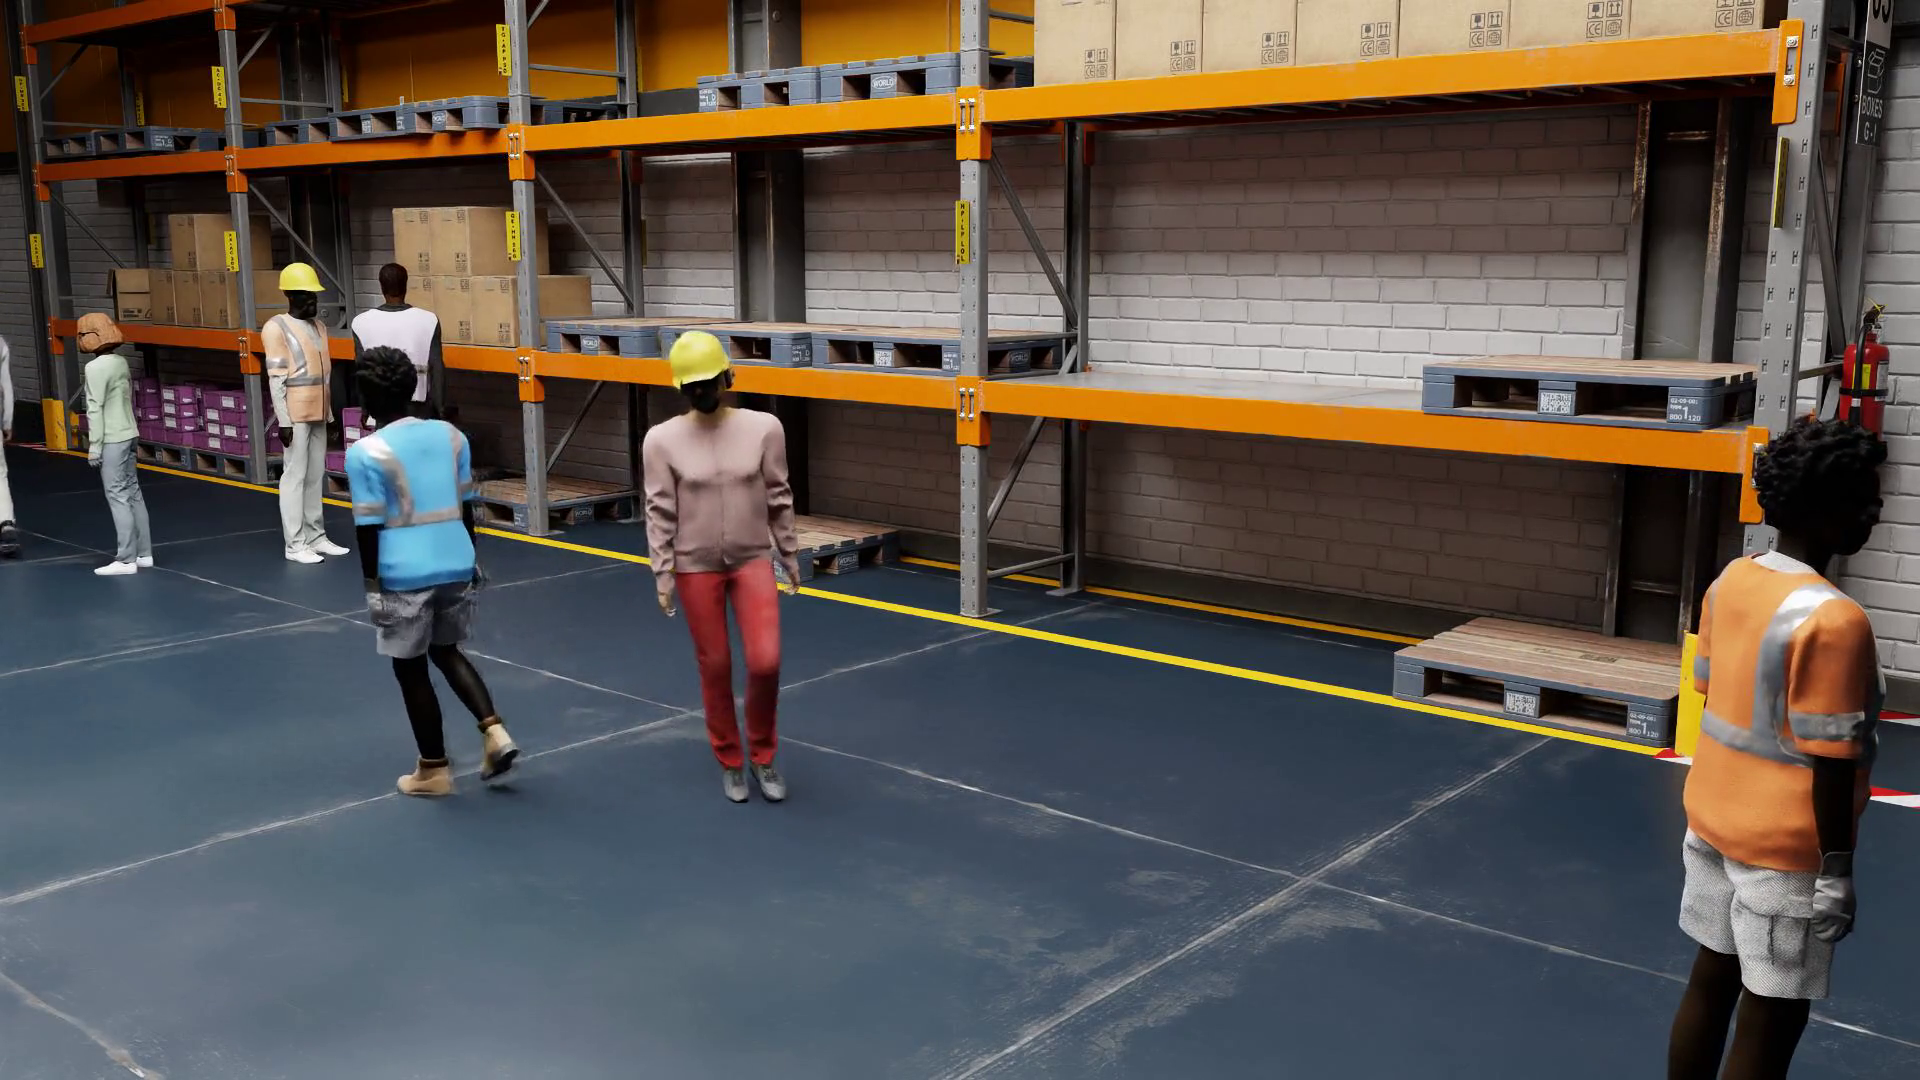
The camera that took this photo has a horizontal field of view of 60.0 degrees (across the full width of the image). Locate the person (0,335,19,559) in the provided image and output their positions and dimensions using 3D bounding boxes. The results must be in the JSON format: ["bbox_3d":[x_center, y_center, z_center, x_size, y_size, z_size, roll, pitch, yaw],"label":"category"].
[{"bbox_3d":[-6.453,-0.767,10.843,0.583,1.801,0.795,-9,13,-41],"label":"person"}]

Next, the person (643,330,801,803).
[{"bbox_3d":[-0.837,0.115,5.975,0.556,1.732,0.481,-3,10,-16],"label":"person"}]

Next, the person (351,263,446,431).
[{"bbox_3d":[-3.851,-0.941,11.478,0.593,1.922,0.392,-3,11,-19],"label":"person"}]

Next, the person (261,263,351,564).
[{"bbox_3d":[-4.234,-0.819,10.769,0.366,1.927,0.585,2,10,10],"label":"person"}]

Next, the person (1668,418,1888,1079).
[{"bbox_3d":[1.644,0.598,3.349,0.317,1.697,0.540,0,10,1],"label":"person"}]

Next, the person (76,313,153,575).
[{"bbox_3d":[-5.286,-0.598,10.376,0.292,1.623,0.494,-1,10,-7],"label":"person"}]

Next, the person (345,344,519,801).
[{"bbox_3d":[-1.939,0.131,6.052,0.470,1.674,0.551,6,11,29],"label":"person"}]
